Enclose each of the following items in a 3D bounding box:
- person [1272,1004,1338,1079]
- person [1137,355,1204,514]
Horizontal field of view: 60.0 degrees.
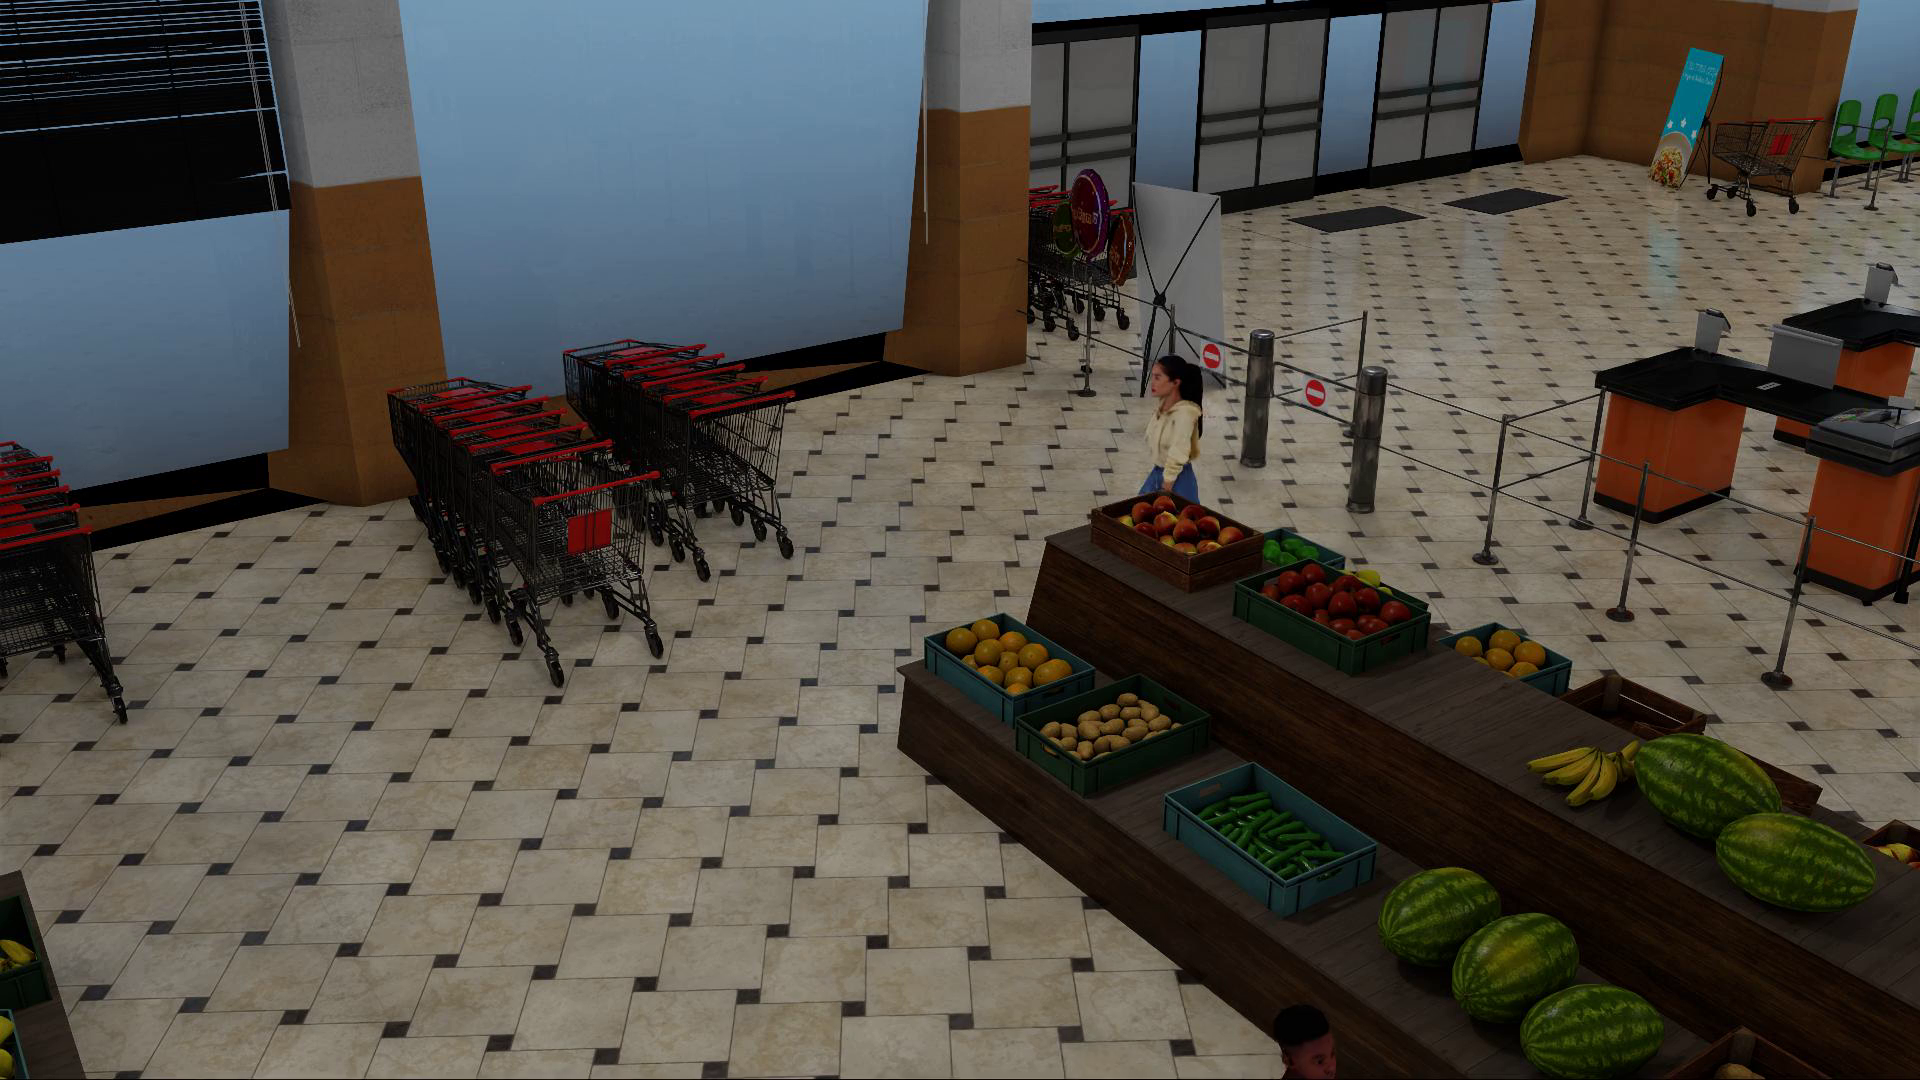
[{"bbox_3d":[0.959,1.935,5.121,0.587,1.242,0.896,-20,31,-38],"label":"person"},{"bbox_3d":[1.327,-0.288,9.756,0.925,1.600,1.084,-6,24,-13],"label":"person"}]
